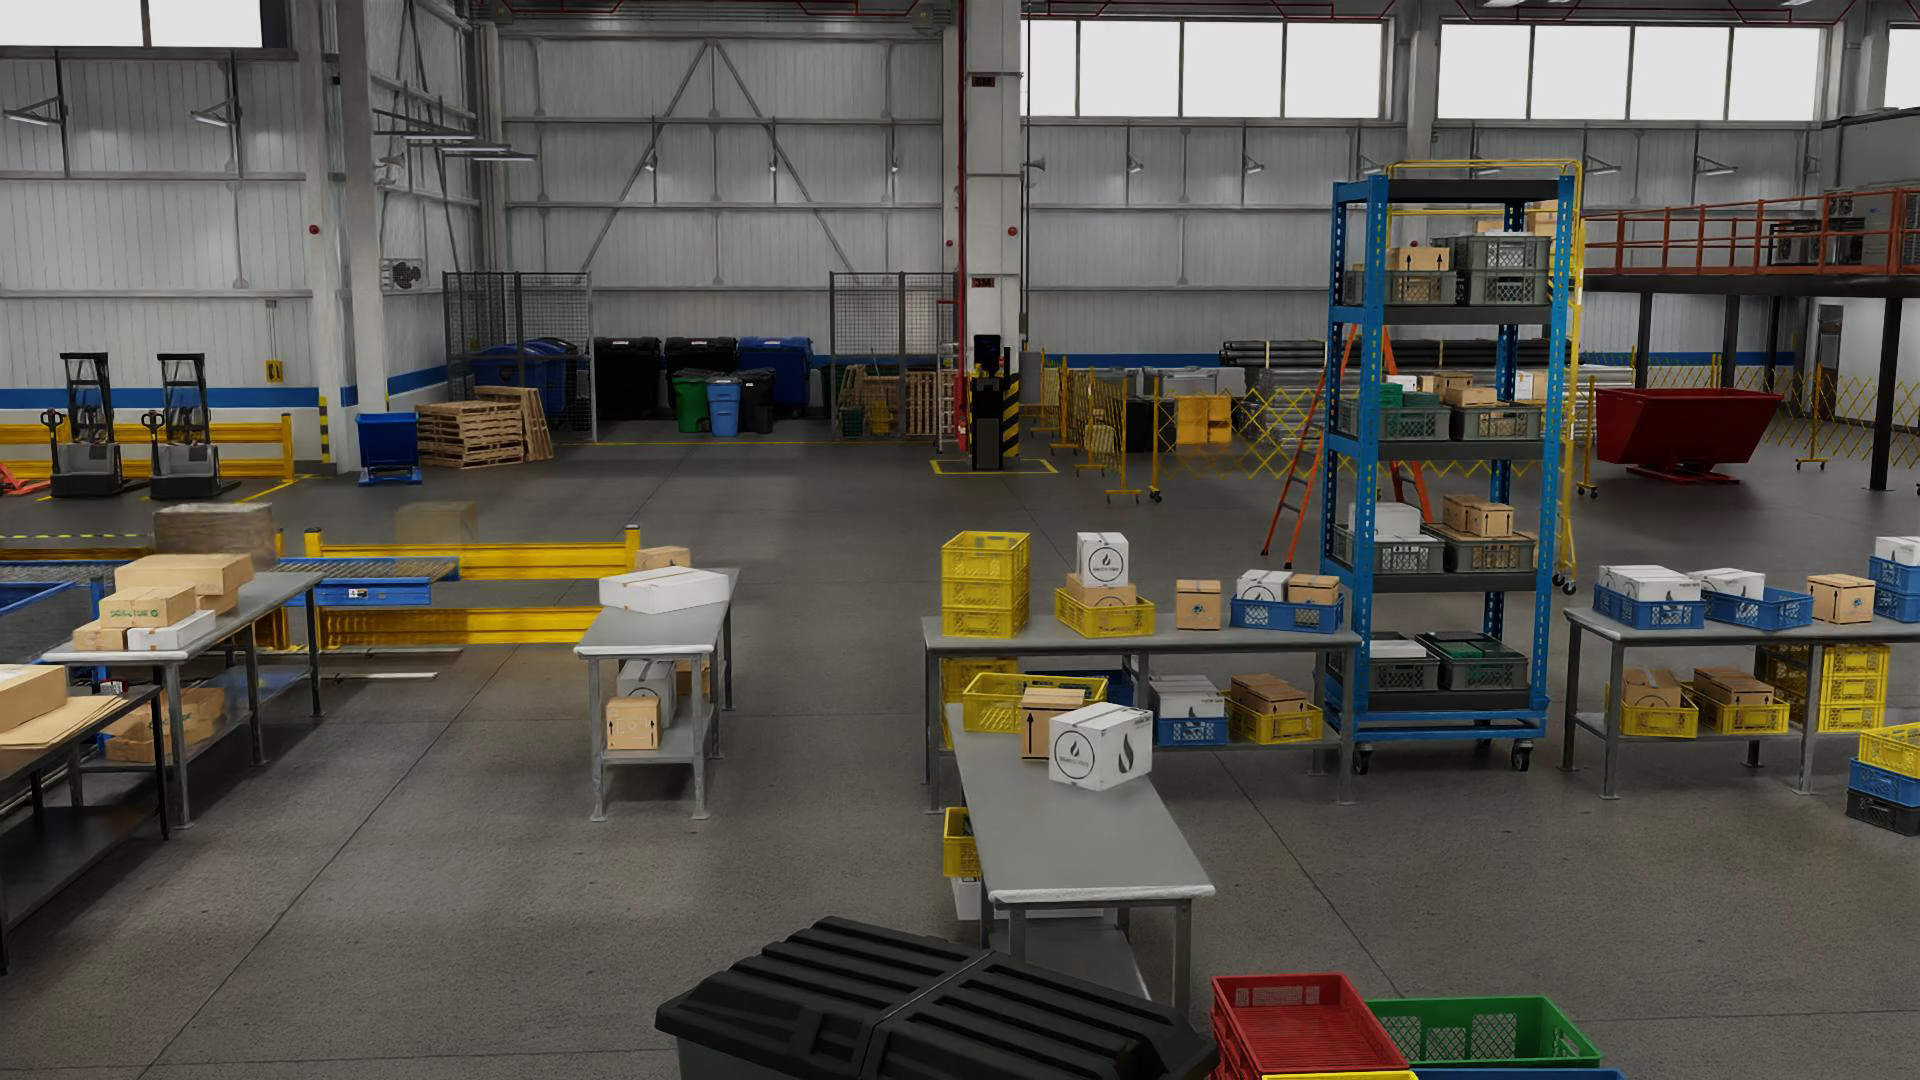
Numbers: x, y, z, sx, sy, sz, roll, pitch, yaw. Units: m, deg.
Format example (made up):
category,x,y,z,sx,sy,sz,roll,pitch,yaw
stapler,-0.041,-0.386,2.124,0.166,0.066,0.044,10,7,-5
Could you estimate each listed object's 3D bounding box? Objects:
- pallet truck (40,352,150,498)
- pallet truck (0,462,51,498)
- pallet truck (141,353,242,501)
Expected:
category,x,y,z,sx,sy,sz,roll,pitch,yaw
pallet truck,-11.907,-1.642,23.165,0.823,1.965,1.885,0,9,0
pallet truck,-13.193,-1.293,23.148,0.653,1.274,1.630,-1,9,-4
pallet truck,-10.520,-1.604,22.925,0.823,1.965,1.885,-1,9,-6
